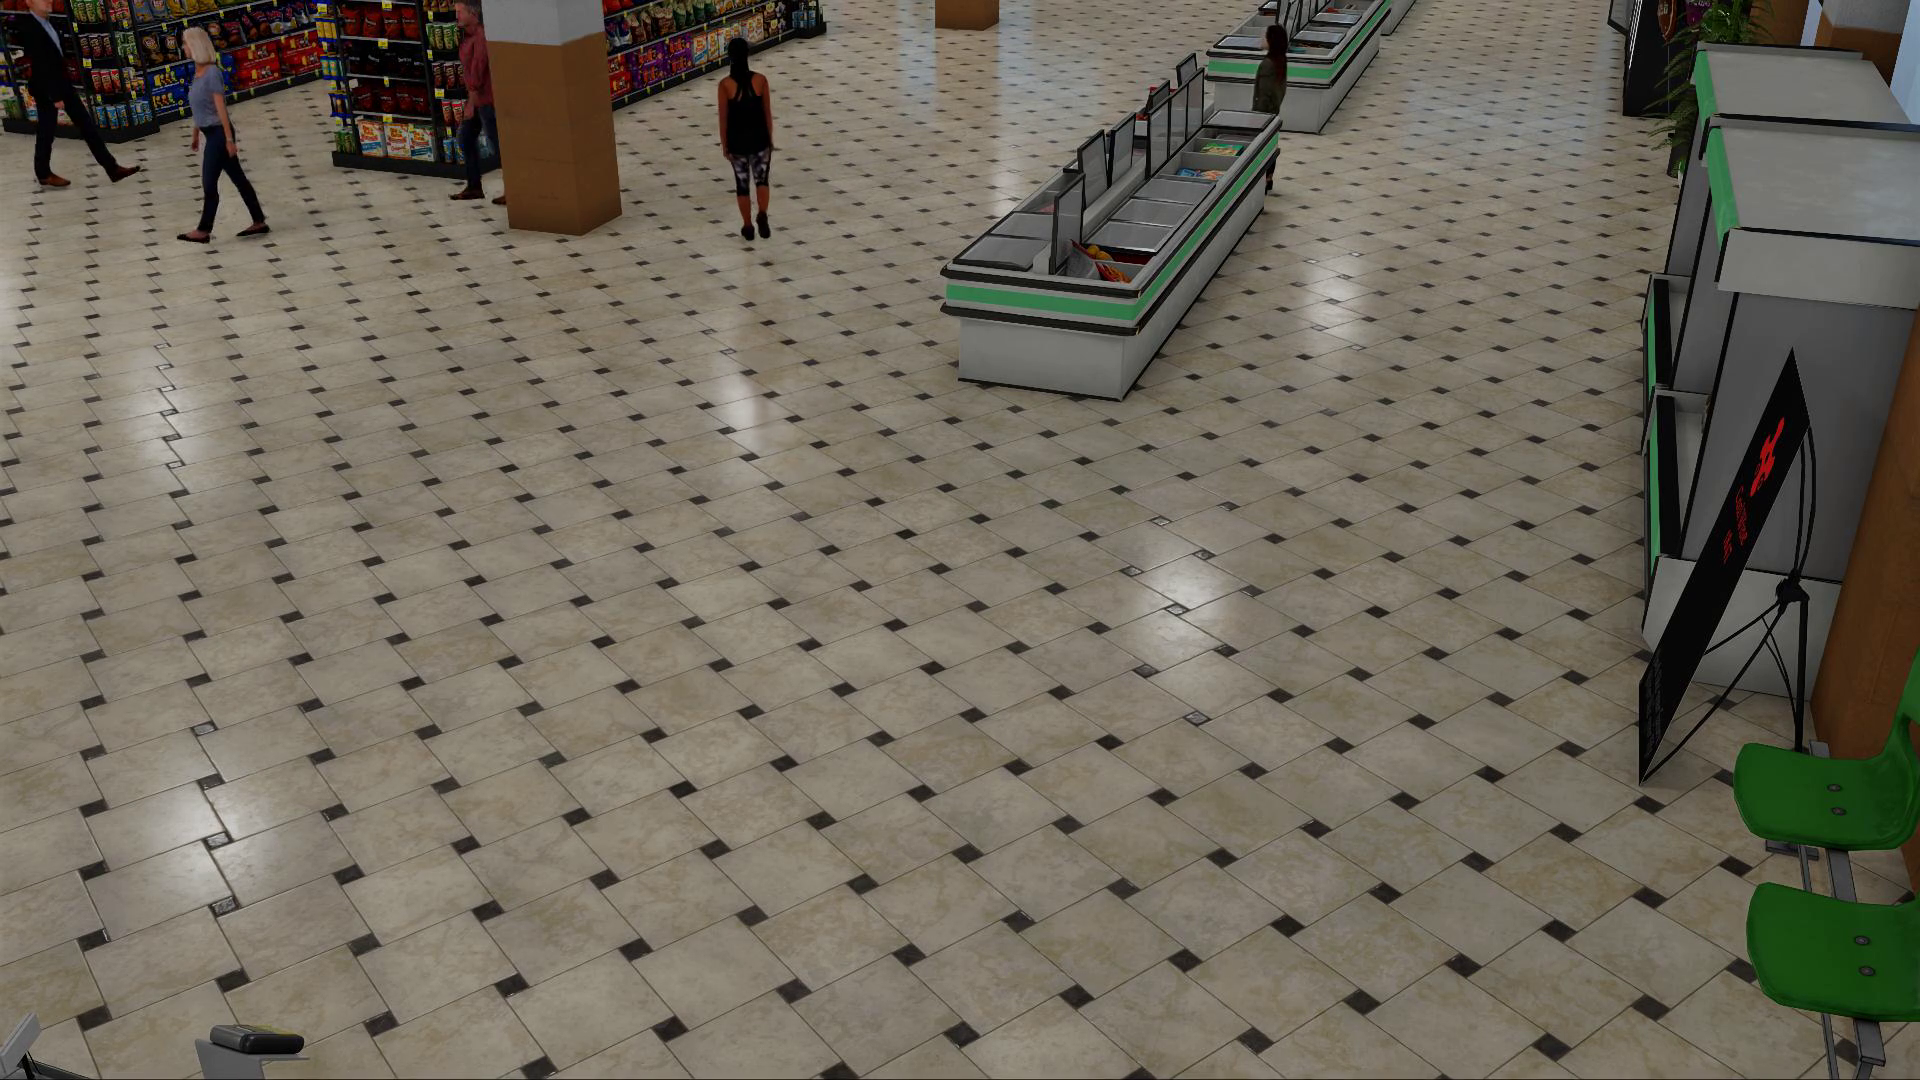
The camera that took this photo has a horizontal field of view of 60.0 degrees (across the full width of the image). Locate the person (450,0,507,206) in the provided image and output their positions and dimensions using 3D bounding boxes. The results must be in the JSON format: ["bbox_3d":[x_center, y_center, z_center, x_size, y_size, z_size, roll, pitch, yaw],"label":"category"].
[{"bbox_3d":[-4.015,-3.801,14.405,1.015,1.805,0.947,-13,30,-24],"label":"person"}]

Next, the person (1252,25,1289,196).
[{"bbox_3d":[2.747,-3.847,14.859,0.656,1.476,0.478,13,29,23],"label":"person"}]

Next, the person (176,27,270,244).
[{"bbox_3d":[-5.917,-3.271,13.482,1.071,1.695,0.949,-17,32,-31],"label":"person"}]

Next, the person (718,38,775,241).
[{"bbox_3d":[-1.688,-3.181,13.358,0.841,1.647,0.963,-6,27,-11],"label":"person"}]

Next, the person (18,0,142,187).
[{"bbox_3d":[-8.171,-4.000,14.854,1.014,1.753,1.199,1,27,2],"label":"person"}]
